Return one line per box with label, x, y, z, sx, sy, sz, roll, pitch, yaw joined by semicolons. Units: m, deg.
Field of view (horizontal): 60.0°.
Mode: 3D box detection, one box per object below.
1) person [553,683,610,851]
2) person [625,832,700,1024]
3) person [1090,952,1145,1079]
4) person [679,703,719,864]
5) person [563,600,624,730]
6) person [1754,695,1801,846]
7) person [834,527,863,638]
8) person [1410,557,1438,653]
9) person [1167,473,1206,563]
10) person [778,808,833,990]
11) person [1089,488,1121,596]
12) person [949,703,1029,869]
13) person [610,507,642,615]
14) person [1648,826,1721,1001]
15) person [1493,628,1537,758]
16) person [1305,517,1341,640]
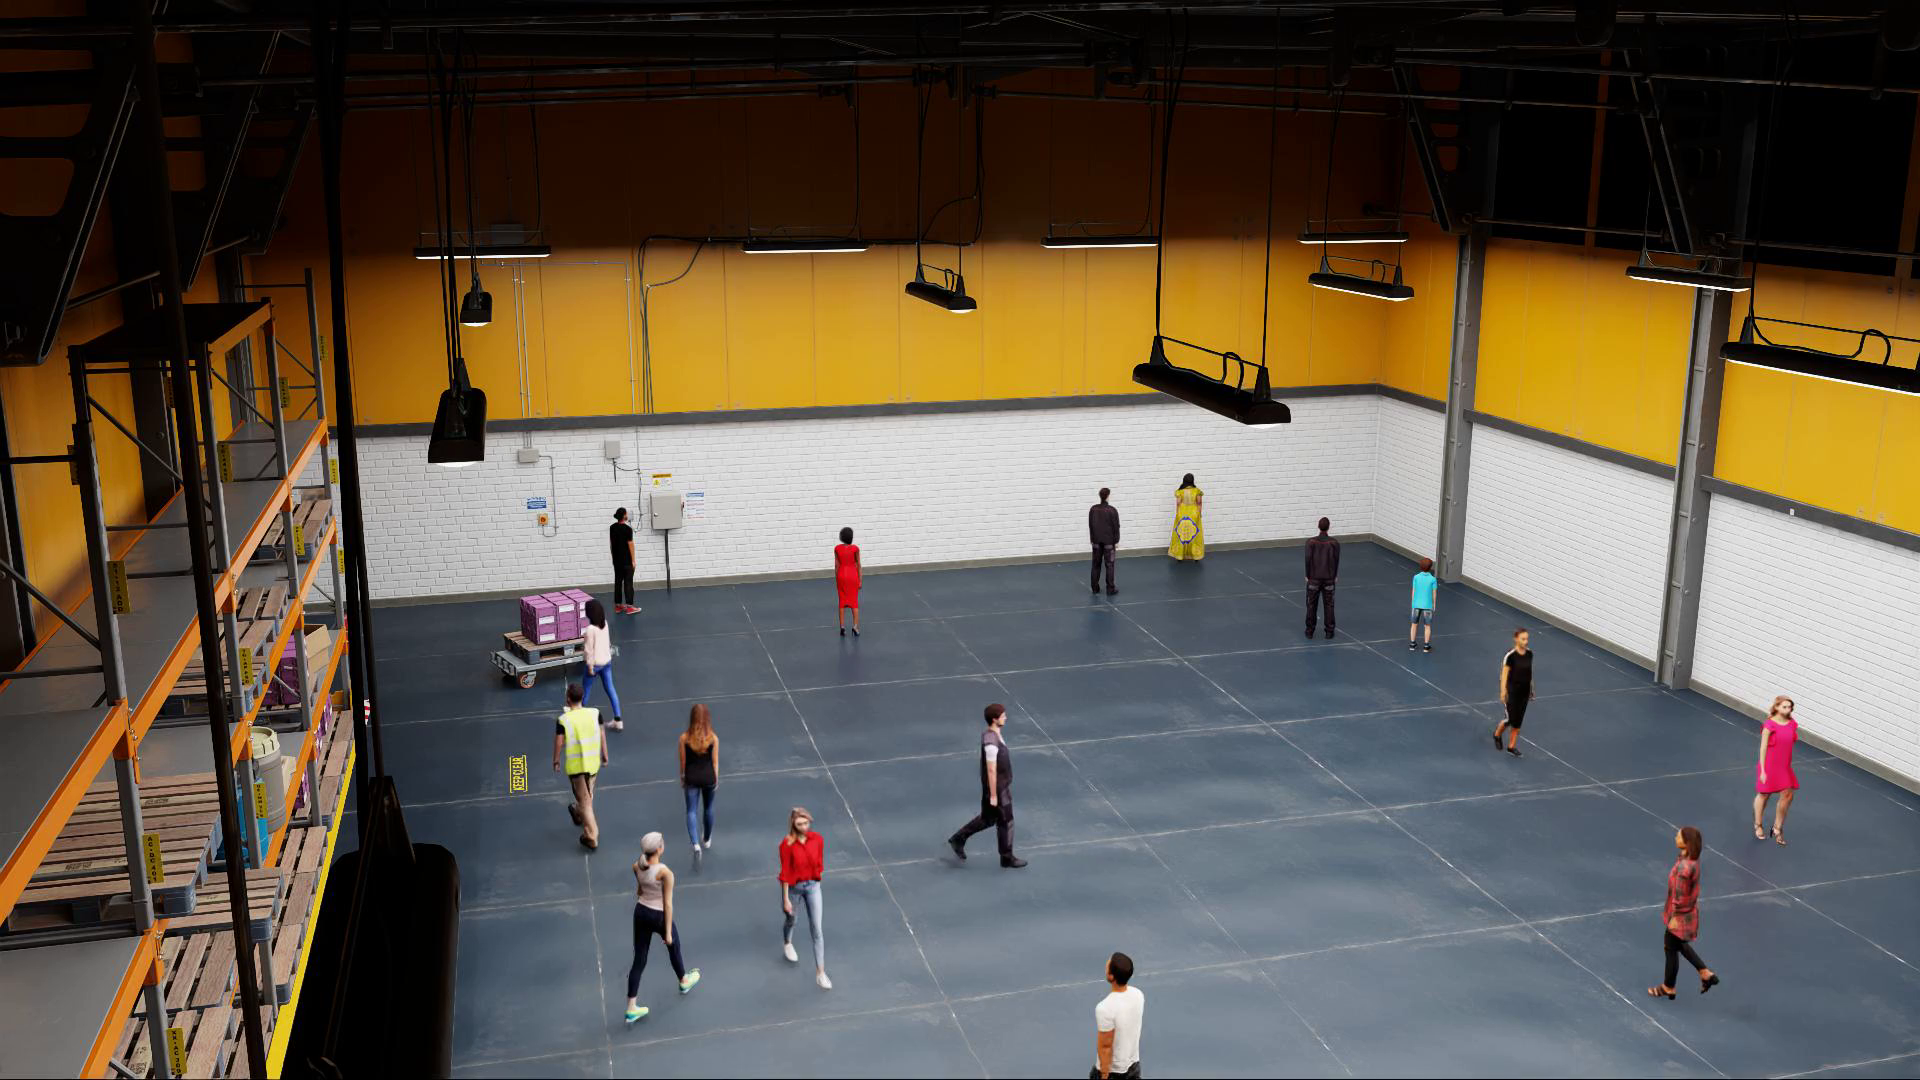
person;-4.092;2.497;18.157;1.020;1.794;1.257;-11;17;-37
person;-2.758;3.426;14.627;1.127;1.650;1.192;8;16;29
person;1.236;3.935;12.284;1.002;1.762;1.256;-12;18;-40
person;-2.800;2.617;17.860;0.619;1.700;1.025;-2;14;-10
person;-4.651;1.666;21.746;1.205;1.719;1.135;8;16;30
person;8.945;2.487;18.370;0.622;1.713;0.660;-2;14;-9
person;-1.749;0.644;25.912;0.632;1.745;0.617;2;14;8
person;7.015;0.967;25.213;0.593;1.448;0.641;6;15;24
person;4.188;-0.421;30.492;0.971;1.660;0.946;2;14;7
person;-1.506;3.246;15.377;0.779;1.647;1.211;-7;15;-26
person;2.445;0.017;28.299;0.788;1.840;0.826;7;15;25
person;0.277;2.618;17.597;0.882;1.823;1.078;0;14;-1
person;-5.508;0.327;27.196;0.699;1.758;0.763;8;16;29
person;6.508;3.357;14.822;0.944;1.692;0.878;8;16;31
person;6.959;1.891;20.952;0.626;1.656;0.693;-5;15;-21
person;5.614;0.582;25.808;0.774;1.915;0.759;3;14;11
